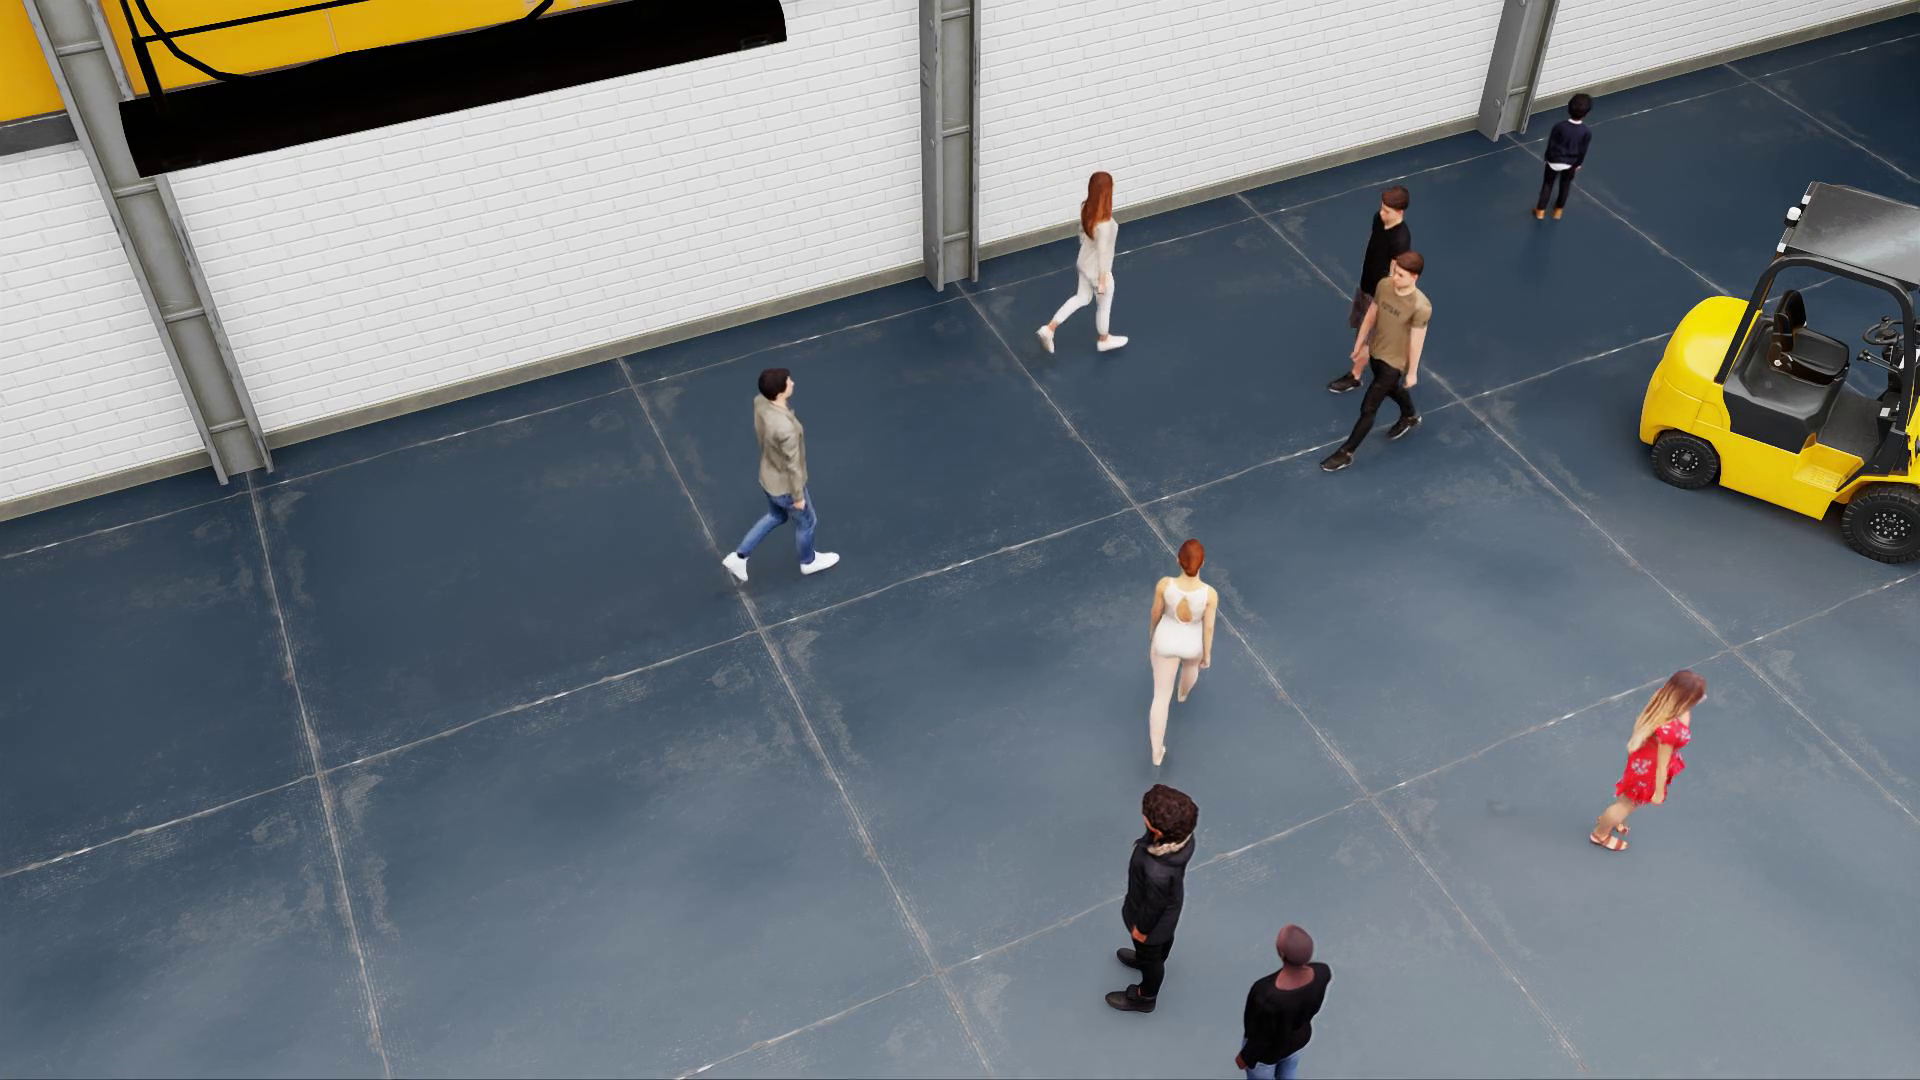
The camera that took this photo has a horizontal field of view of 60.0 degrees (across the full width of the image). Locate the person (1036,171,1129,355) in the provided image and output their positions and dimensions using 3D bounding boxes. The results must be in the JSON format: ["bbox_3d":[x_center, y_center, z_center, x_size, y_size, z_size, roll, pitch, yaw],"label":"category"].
[{"bbox_3d":[0.996,-2.155,13.261,1.031,1.695,0.634,-15,46,-15],"label":"person"}]

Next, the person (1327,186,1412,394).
[{"bbox_3d":[3.341,-1.954,12.943,1.017,1.842,0.807,-8,44,-9],"label":"person"}]

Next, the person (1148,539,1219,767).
[{"bbox_3d":[1.342,0.719,10.313,1.062,1.599,1.020,8,44,8],"label":"person"}]

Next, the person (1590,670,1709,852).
[{"bbox_3d":[3.937,1.286,9.732,0.782,1.580,0.724,12,45,12],"label":"person"}]

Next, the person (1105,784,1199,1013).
[{"bbox_3d":[1.056,1.930,8.911,0.792,1.779,0.733,14,45,14],"label":"person"}]

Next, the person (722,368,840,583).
[{"bbox_3d":[-1.282,-0.387,11.299,1.077,1.842,0.741,-20,47,-20],"label":"person"}]

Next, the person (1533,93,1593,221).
[{"bbox_3d":[5.434,-3.439,14.949,0.578,1.225,0.653,8,44,9],"label":"person"}]

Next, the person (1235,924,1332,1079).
[{"bbox_3d":[1.596,2.498,8.338,0.509,1.748,0.677,-23,48,-23],"label":"person"}]

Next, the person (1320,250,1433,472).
[{"bbox_3d":[3.259,-1.369,12.354,1.240,1.809,0.719,-20,47,-20],"label":"person"}]
